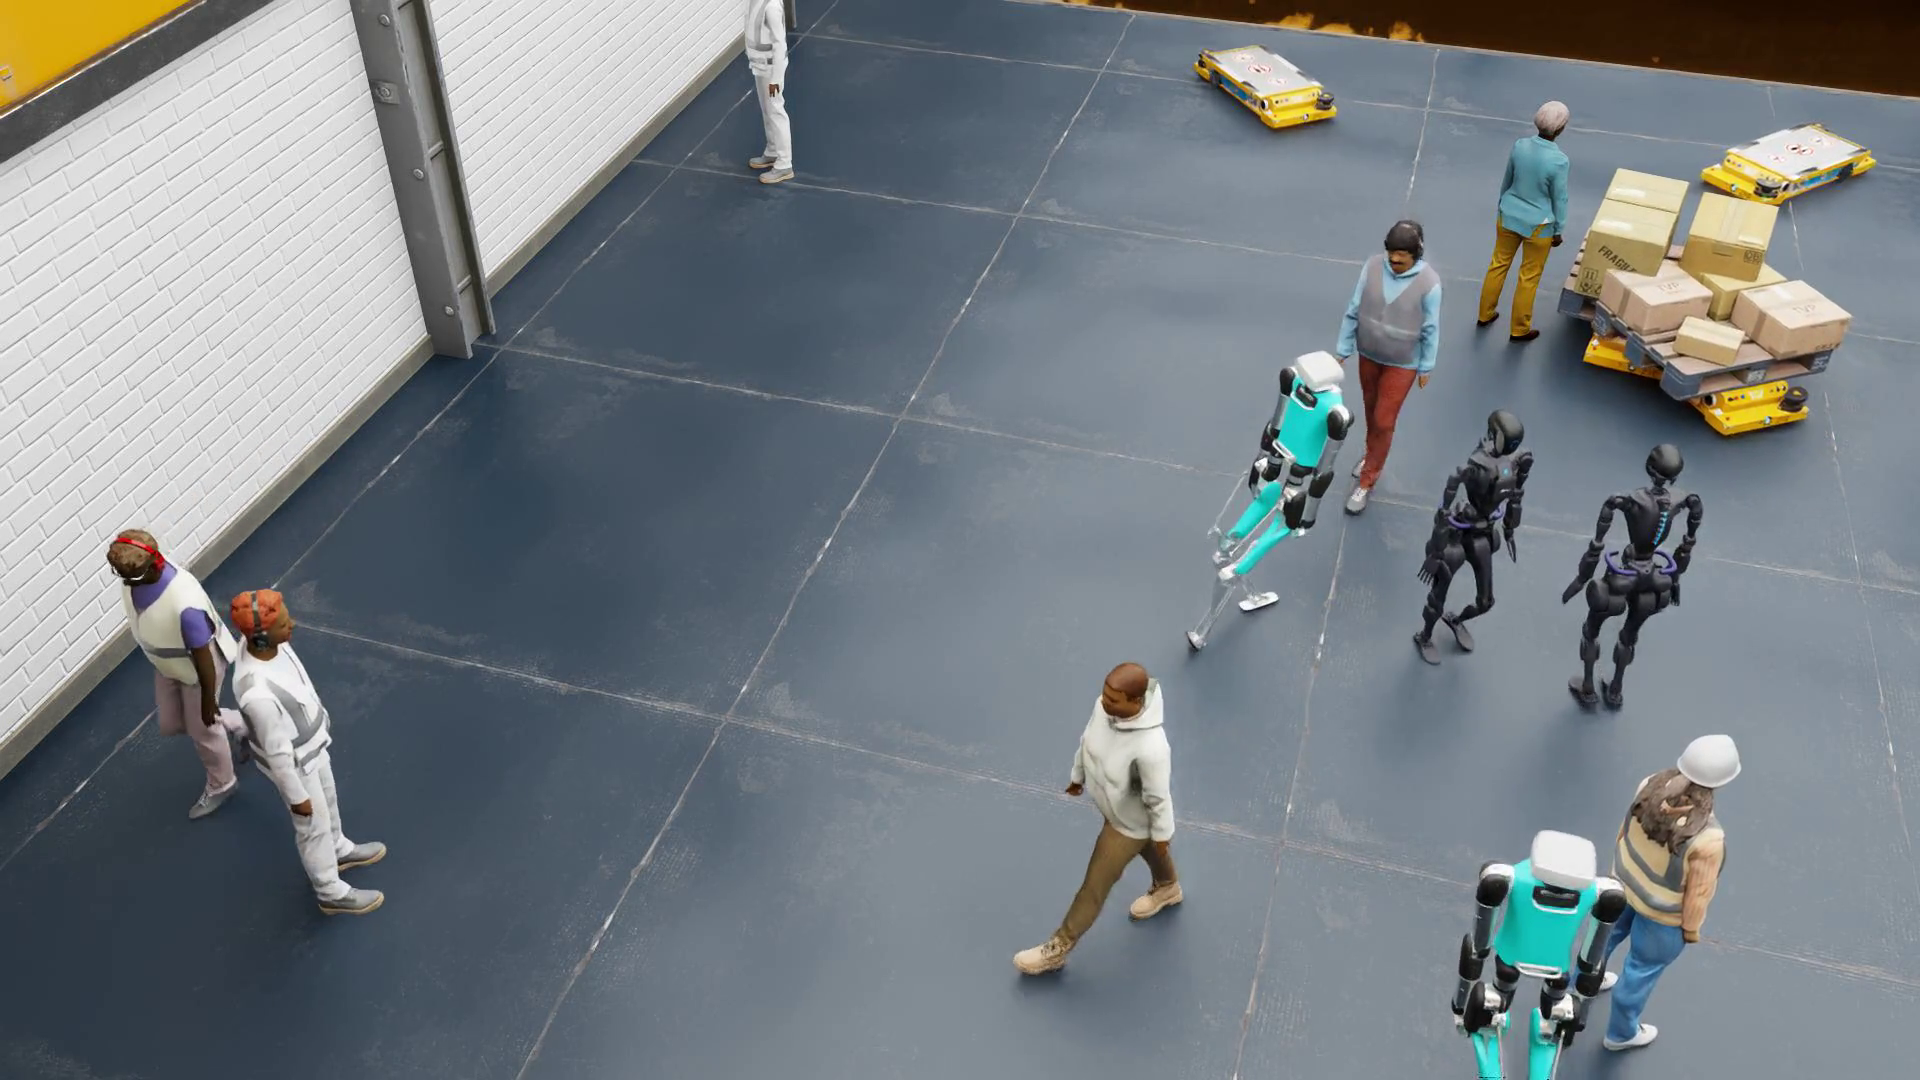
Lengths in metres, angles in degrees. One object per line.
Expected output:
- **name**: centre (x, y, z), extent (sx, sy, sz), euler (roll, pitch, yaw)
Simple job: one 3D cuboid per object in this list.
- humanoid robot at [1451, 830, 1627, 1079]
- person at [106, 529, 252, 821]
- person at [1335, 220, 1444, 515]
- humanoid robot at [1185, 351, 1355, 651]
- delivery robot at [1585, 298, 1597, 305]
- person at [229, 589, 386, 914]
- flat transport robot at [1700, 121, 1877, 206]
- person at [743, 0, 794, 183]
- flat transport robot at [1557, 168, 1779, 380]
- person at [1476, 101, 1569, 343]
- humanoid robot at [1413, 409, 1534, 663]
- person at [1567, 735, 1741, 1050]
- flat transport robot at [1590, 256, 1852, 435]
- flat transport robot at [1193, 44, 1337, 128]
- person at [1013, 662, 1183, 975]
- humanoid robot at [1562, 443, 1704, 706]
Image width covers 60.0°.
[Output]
- **humanoid robot**: centre (2.157, 2.001, 6.407), extent (0.530, 1.873, 0.790), euler (6, 39, 8)
- **person**: centre (-3.708, 0.601, 8.025), extent (0.626, 1.807, 0.499), euler (24, 45, 27)
- **person**: centre (2.526, -1.065, 10.065), extent (0.557, 1.851, 0.783), euler (30, 47, 32)
- **humanoid robot**: centre (1.565, -0.141, 9.050), extent (0.929, 1.817, 0.564), euler (-19, 42, -22)
- **delivery robot**: centre (4.888, -1.878, 12.088), extent (0.745, 0.565, 0.499), euler (-20, 43, -24)
- **person**: centre (-2.982, 0.966, 7.522), extent (0.354, 1.880, 0.579), euler (-8, 40, -10)
- **flat transport robot**: centre (6.951, -3.147, 13.918), extent (1.431, 0.231, 0.659), euler (-21, 43, -24)
- **person**: centre (-1.571, -3.833, 13.484), extent (0.345, 1.882, 0.583), euler (-13, 41, -16)
- **flat transport robot**: centre (4.992, -1.619, 12.018), extent (0.659, 0.231, 1.431), euler (18, 42, 21)
- **person**: centre (3.961, -2.205, 11.561), extent (0.340, 1.755, 0.522), euler (-27, 46, -29)
- **humanoid robot**: centre (2.727, -0.018, 8.904), extent (0.587, 1.644, 0.341), euler (-16, 42, -19)
- **person**: centre (2.922, 1.473, 7.016), extent (0.376, 1.722, 0.497), euler (-11, 40, -13)
- **flat transport robot**: centre (5.141, -1.235, 11.540), extent (0.659, 0.231, 1.431), euler (-11, 40, -14)
- **flat transport robot**: centre (2.773, -4.167, 15.187), extent (0.659, 0.231, 1.431), euler (-15, 41, -18)
- **person**: centre (0.679, 1.194, 7.356), extent (0.955, 1.709, 0.544), euler (-16, 41, -19)
- **humanoid robot**: centre (3.477, 0.209, 8.618), extent (0.609, 1.651, 0.307), euler (-2, 39, -3)
